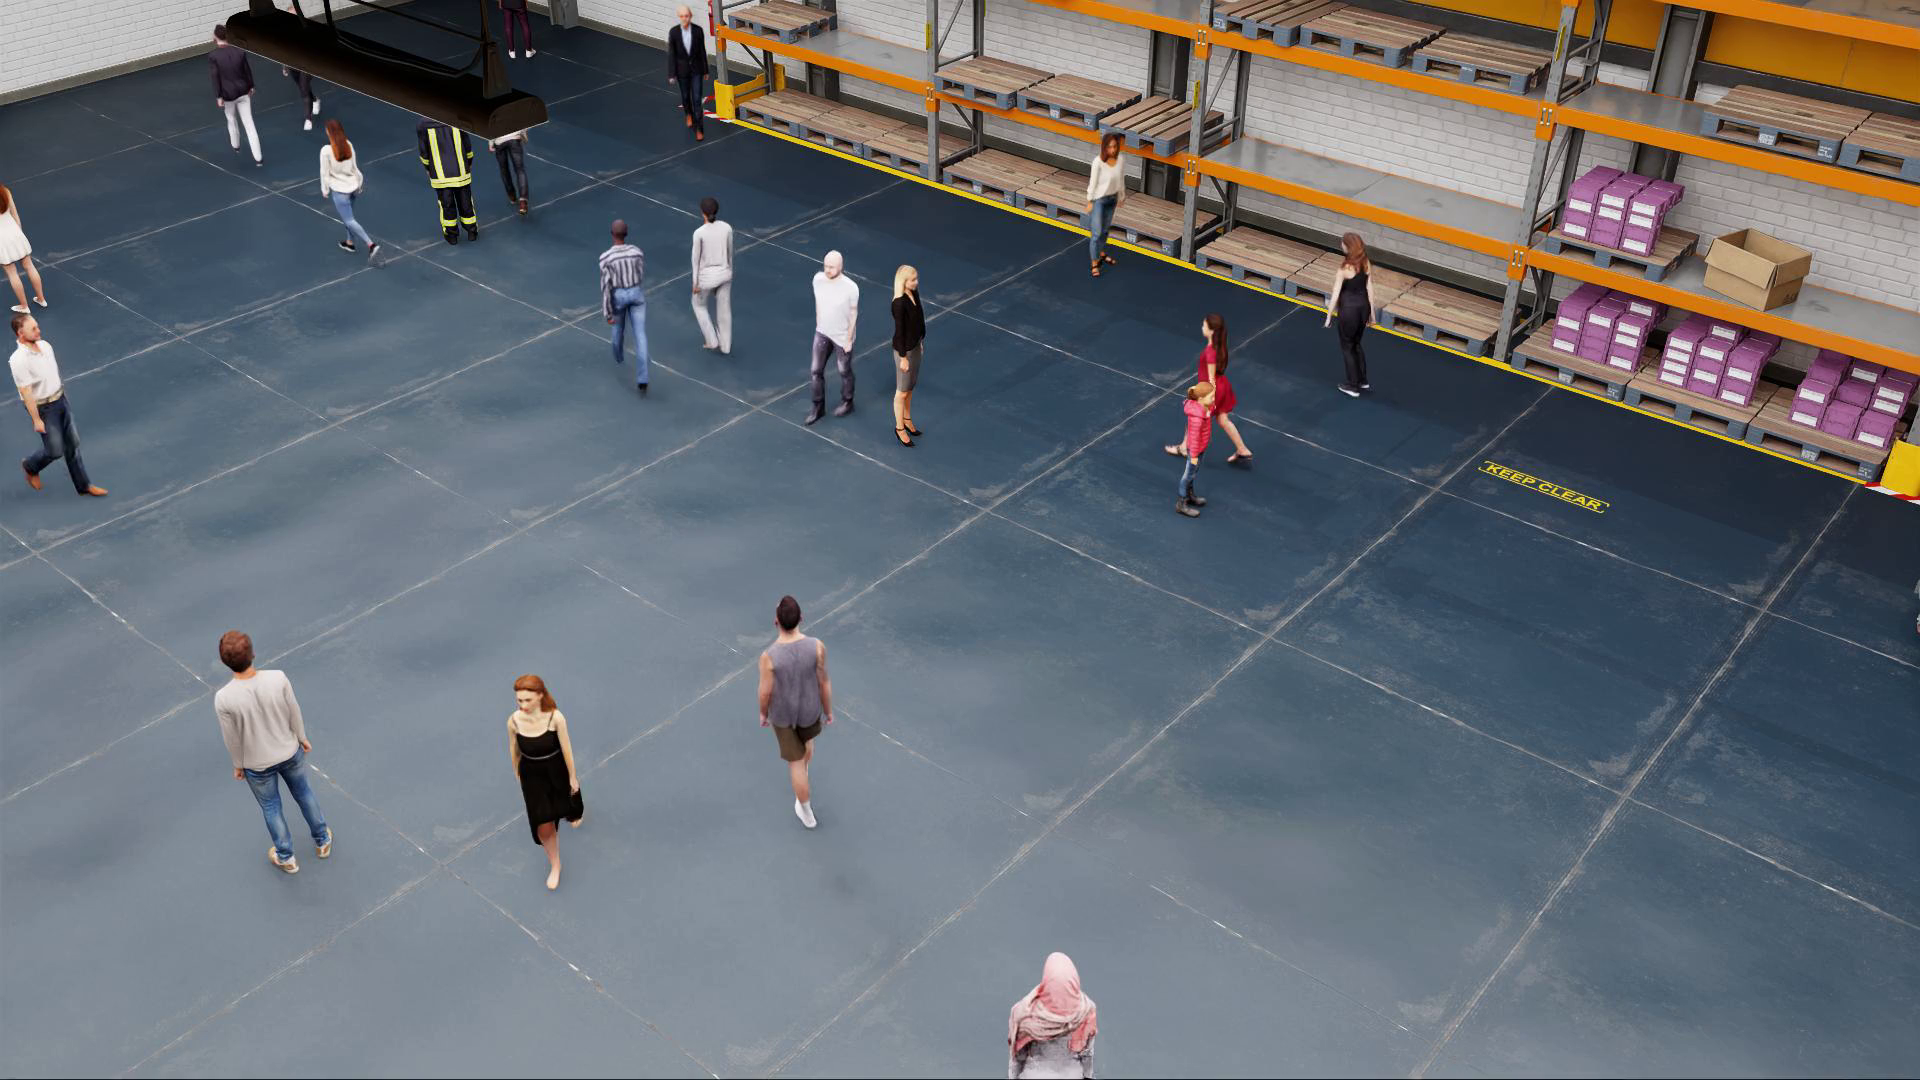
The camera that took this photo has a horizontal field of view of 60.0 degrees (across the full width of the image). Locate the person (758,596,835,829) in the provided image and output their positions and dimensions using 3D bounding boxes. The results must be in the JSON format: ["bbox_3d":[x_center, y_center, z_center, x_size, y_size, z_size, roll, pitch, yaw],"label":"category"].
[{"bbox_3d":[-1.094,1.229,11.407,0.915,1.825,1.091,-13,36,-19],"label":"person"}]

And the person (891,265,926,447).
[{"bbox_3d":[-0.509,-1.767,15.879,0.664,1.843,0.675,10,35,15],"label":"person"}]

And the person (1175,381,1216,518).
[{"bbox_3d":[2.111,-0.839,14.961,0.566,1.314,0.562,12,36,18],"label":"person"}]

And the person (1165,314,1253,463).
[{"bbox_3d":[2.440,-1.380,15.588,1.120,1.521,0.755,15,36,21],"label":"person"}]

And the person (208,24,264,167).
[{"bbox_3d":[-9.589,-5.851,22.067,0.934,1.794,1.247,-20,39,-28],"label":"person"}]

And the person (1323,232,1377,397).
[{"bbox_3d":[4.000,-2.241,16.717,0.714,1.704,0.739,-9,35,-14],"label":"person"}]

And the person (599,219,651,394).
[{"bbox_3d":[-3.311,-2.311,16.800,1.004,1.729,1.314,-16,37,-22],"label":"person"}]

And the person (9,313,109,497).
[{"bbox_3d":[-8.321,-1.197,15.022,1.094,1.841,0.940,7,34,10],"label":"person"}]

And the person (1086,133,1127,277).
[{"bbox_3d":[1.664,-3.945,19.313,0.794,1.668,0.807,-24,41,-32],"label":"person"}]

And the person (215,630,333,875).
[{"bbox_3d":[-4.573,1.413,11.041,0.714,1.902,0.655,-22,40,-30],"label":"person"}]

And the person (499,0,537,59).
[{"bbox_3d":[-6.992,-8.454,25.992,0.716,1.784,0.771,-4,34,-5],"label":"person"}]

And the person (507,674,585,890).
[{"bbox_3d":[-2.739,1.531,11.133,0.918,1.604,0.971,-2,34,-3],"label":"person"}]

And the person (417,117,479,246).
[{"bbox_3d":[-6.126,-4.498,19.911,0.876,1.927,0.841,-15,36,-21],"label":"person"}]

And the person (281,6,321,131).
[{"bbox_3d":[-9.284,-6.696,23.471,1.128,1.647,1.171,-1,34,-1],"label":"person"}]

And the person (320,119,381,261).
[{"bbox_3d":[-7.187,-4.083,19.519,1.095,1.671,0.709,19,38,26],"label":"person"}]

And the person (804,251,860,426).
[{"bbox_3d":[-1.156,-2.039,16.319,0.870,1.809,0.845,18,38,25],"label":"person"}]

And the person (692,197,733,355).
[{"bbox_3d":[-2.543,-2.726,17.427,0.746,1.725,0.725,-20,39,-27],"label":"person"}]

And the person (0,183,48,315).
[{"bbox_3d":[-10.515,-3.336,18.357,0.570,1.711,0.598,17,37,24],"label":"person"}]

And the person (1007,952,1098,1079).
[{"bbox_3d":[0.499,2.937,8.854,1.008,1.785,1.121,-6,34,-9],"label":"person"}]

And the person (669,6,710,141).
[{"bbox_3d":[-3.767,-6.539,23.115,1.186,1.778,1.294,-5,34,-7],"label":"person"}]
